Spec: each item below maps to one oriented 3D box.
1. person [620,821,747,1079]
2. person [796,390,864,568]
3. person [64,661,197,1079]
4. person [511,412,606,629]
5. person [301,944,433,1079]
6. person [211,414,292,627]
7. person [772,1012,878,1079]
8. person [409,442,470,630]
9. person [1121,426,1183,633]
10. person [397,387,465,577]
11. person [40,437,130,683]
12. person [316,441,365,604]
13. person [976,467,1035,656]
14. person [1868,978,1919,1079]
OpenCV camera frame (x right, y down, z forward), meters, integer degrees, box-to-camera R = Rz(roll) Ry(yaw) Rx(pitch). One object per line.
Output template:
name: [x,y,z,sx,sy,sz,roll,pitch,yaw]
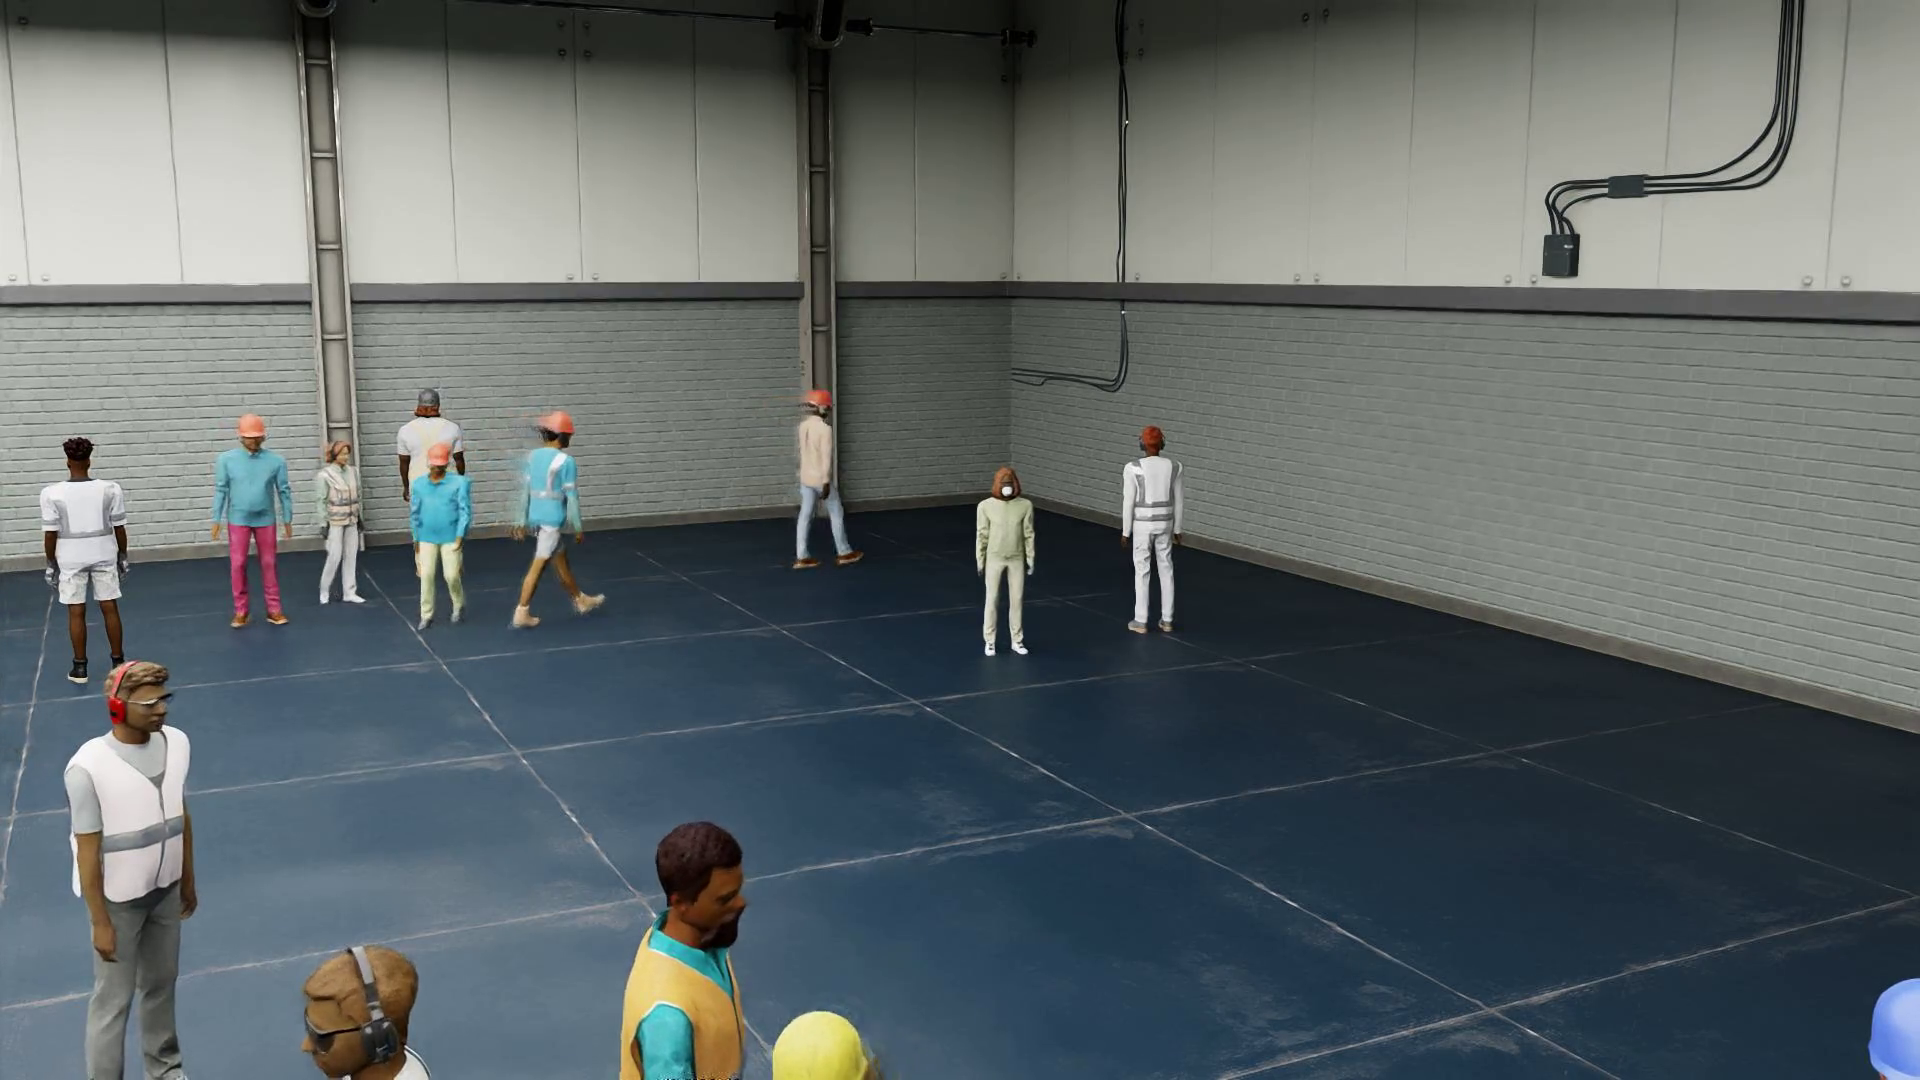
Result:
person: [-0.712,1.644,4.325,0.405,1.910,0.606,-1,9,-3]
person: [-1.475,-0.684,18.457,0.913,1.957,0.634,-8,12,-39]
person: [-3.147,1.353,6.344,0.408,1.833,0.563,3,10,16]
person: [-3.761,-0.191,15.412,0.621,1.970,1.105,8,12,40]
person: [-1.273,1.774,3.703,0.346,1.845,0.505,-6,11,-34]
person: [-6.507,-0.172,15.291,0.697,1.982,0.440,-4,10,-25]
person: [-0.275,1.847,3.682,0.508,1.687,0.874,2,10,15]
person: [-4.765,-0.046,15.258,0.574,1.727,0.459,0,9,-1]
person: [1.743,-0.094,15.092,0.579,1.881,0.342,-2,9,-13]
person: [-5.656,-0.621,17.855,0.674,2.000,0.535,-3,10,-16]
person: [-6.981,0.156,13.297,0.613,1.963,0.361,-7,12,-37]
person: [-6.118,-0.169,16.341,0.432,1.626,0.537,4,10,22]
person: [0.386,0.182,14.185,0.504,1.626,0.285,-2,9,-11]
person: [1.840,1.787,3.300,0.602,1.949,0.387,2,9,10]
